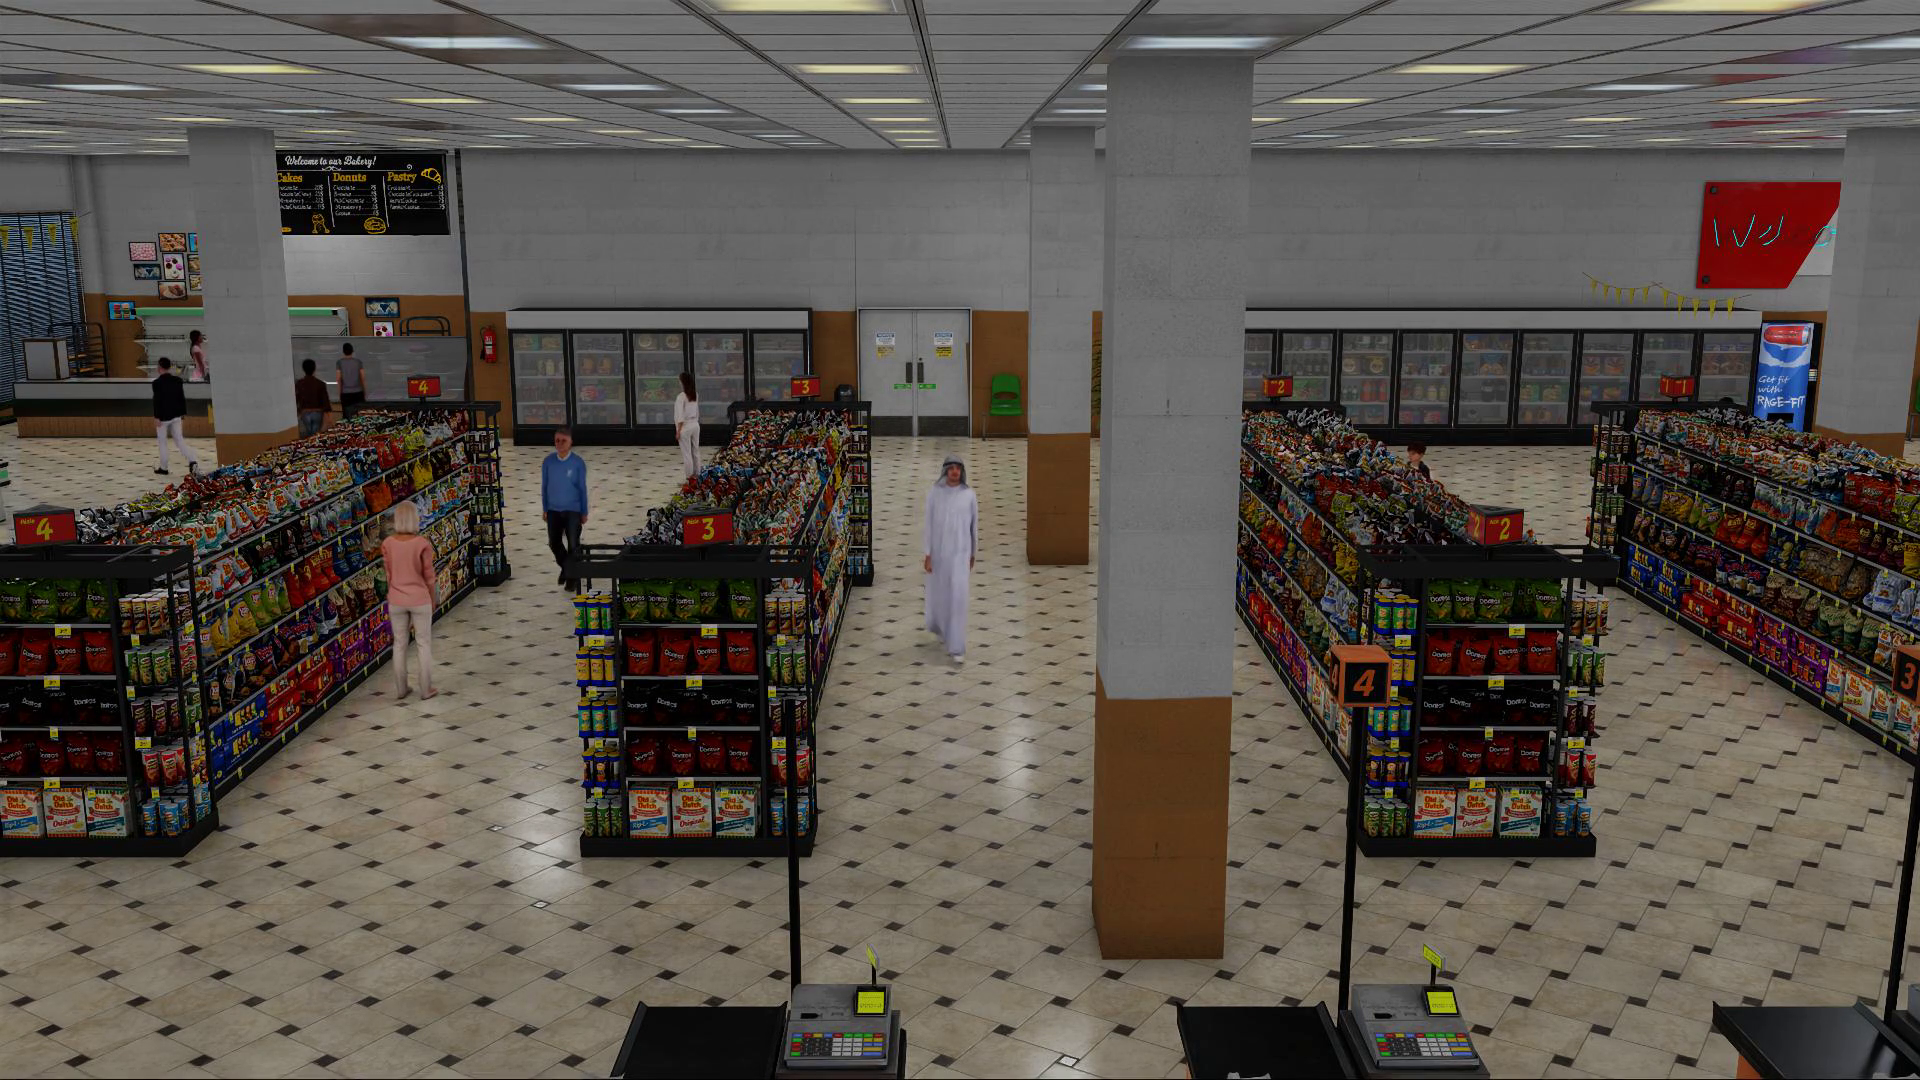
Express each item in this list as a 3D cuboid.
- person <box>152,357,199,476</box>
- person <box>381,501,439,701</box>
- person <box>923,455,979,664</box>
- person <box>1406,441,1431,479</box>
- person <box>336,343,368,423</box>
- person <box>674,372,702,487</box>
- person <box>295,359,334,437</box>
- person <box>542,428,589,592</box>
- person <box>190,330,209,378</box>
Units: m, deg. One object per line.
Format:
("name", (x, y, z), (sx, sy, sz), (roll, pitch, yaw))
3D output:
("person", (-11.939, -1.842, 25.240), (1.138, 1.814, 1.187), (8, 14, 34))
("person", (-4.728, 0.511, 14.283), (0.579, 1.724, 0.503), (0, 12, -1))
("person", (-0.117, 0.155, 15.575), (0.695, 1.889, 1.196), (-1, 12, -3))
("person", (5.328, -0.448, 19.512), (0.670, 1.447, 0.574), (-6, 13, -27))
("person", (-10.465, -2.522, 28.616), (0.694, 1.754, 0.666), (-5, 13, -23))
("person", (-4.018, -1.645, 24.607), (0.743, 1.689, 0.633), (6, 14, 28))
("person", (-9.913, -1.842, 25.443), (0.736, 1.731, 1.139), (-1, 12, -5))
("person", (-4.299, -0.356, 18.194), (0.688, 1.809, 0.704), (1, 12, 4))
("person", (-14.357, -3.048, 31.215), (0.852, 1.711, 1.121), (-4, 12, -17))
